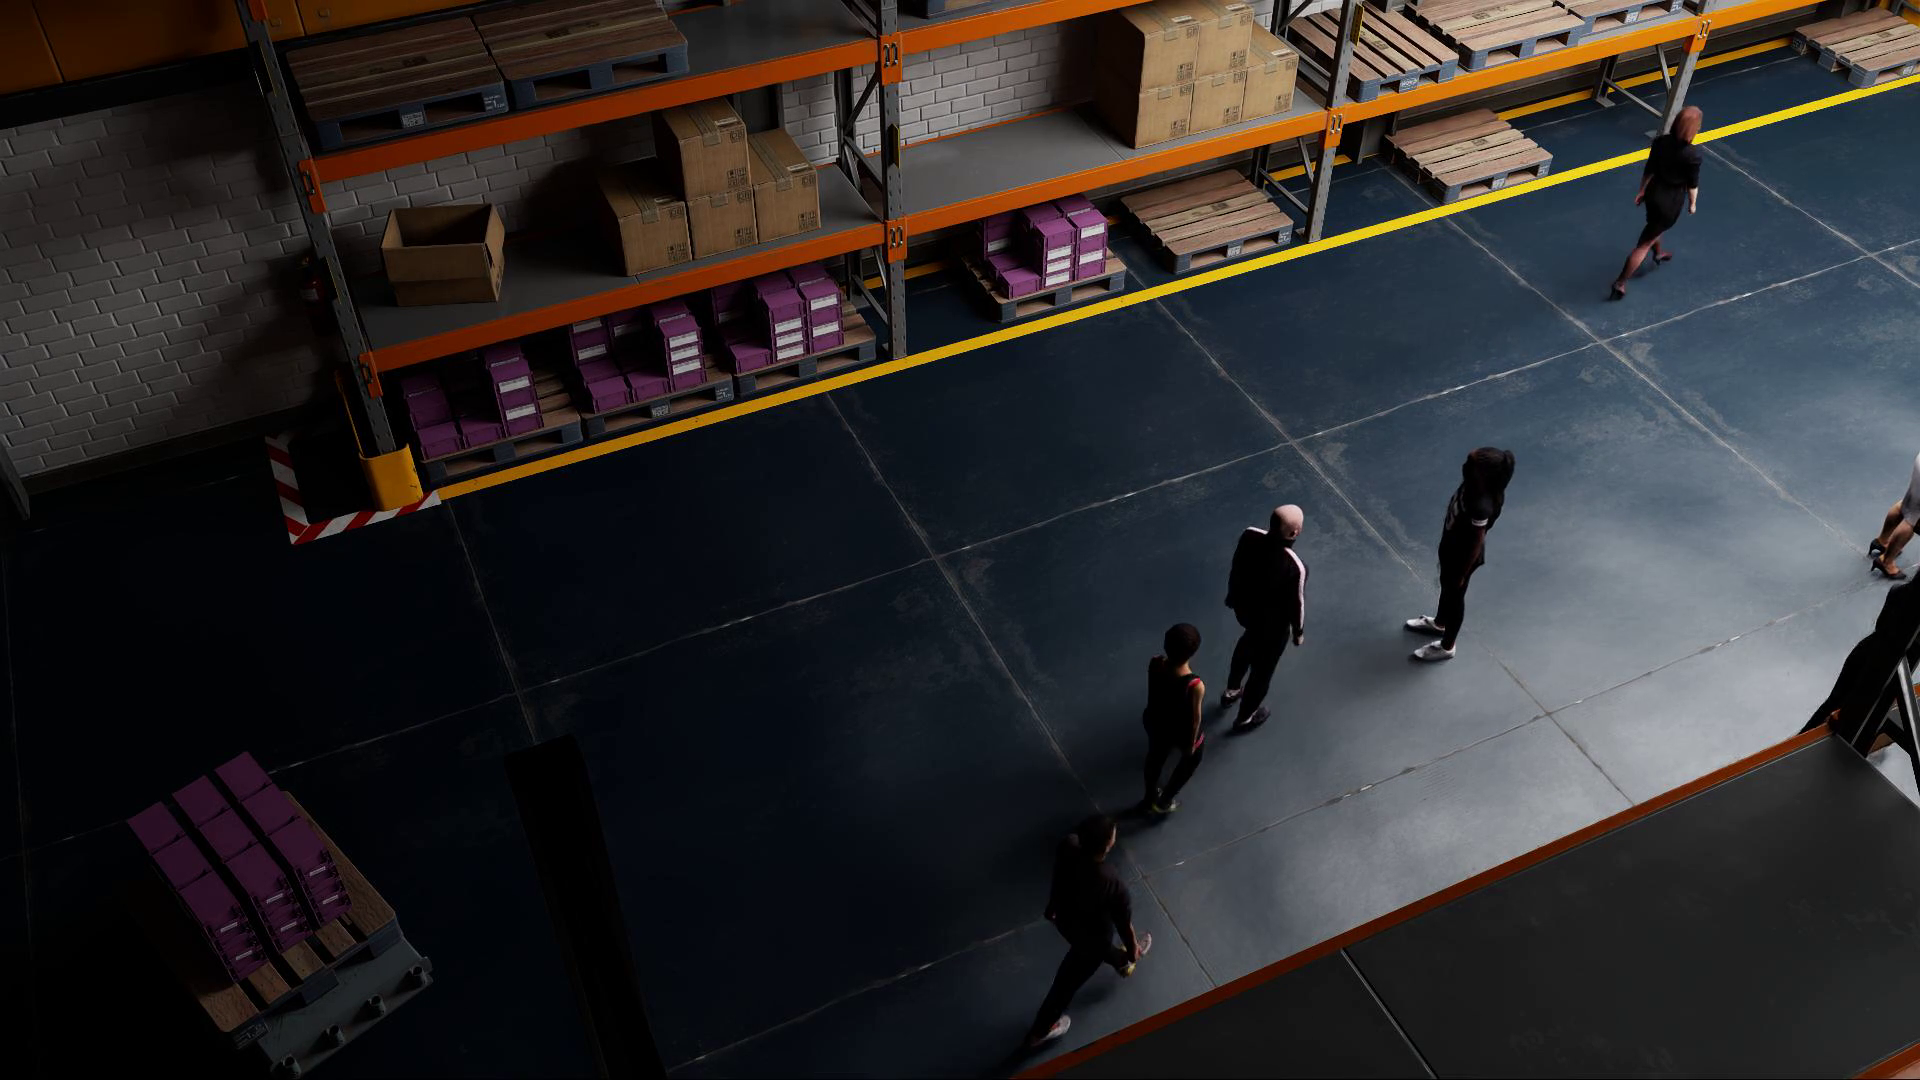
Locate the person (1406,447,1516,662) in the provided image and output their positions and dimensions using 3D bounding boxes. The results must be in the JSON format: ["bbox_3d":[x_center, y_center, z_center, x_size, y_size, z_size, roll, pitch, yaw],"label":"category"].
[{"bbox_3d":[3.186,0.077,10.609,0.718,1.728,0.699,4,44,4],"label":"person"}]

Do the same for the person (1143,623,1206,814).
[{"bbox_3d":[1.187,1.111,9.659,0.634,1.542,0.656,33,53,30],"label":"person"}]

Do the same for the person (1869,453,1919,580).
[{"bbox_3d":[6.549,-0.457,11.156,0.688,1.747,0.649,9,44,9],"label":"person"}]

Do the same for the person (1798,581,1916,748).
[{"bbox_3d":[5.379,0.795,9.888,1.118,1.683,0.659,-13,45,-13],"label":"person"}]

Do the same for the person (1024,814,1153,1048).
[{"bbox_3d":[0.577,2.049,8.548,1.184,1.716,0.787,-25,49,-24],"label":"person"}]

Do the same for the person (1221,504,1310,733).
[{"bbox_3d":[1.763,0.520,10.077,0.717,1.822,0.753,-28,50,-26],"label":"person"}]

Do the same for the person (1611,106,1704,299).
[{"bbox_3d":[5.667,-2.700,13.569,1.076,1.666,0.667,-23,48,-22],"label":"person"}]
